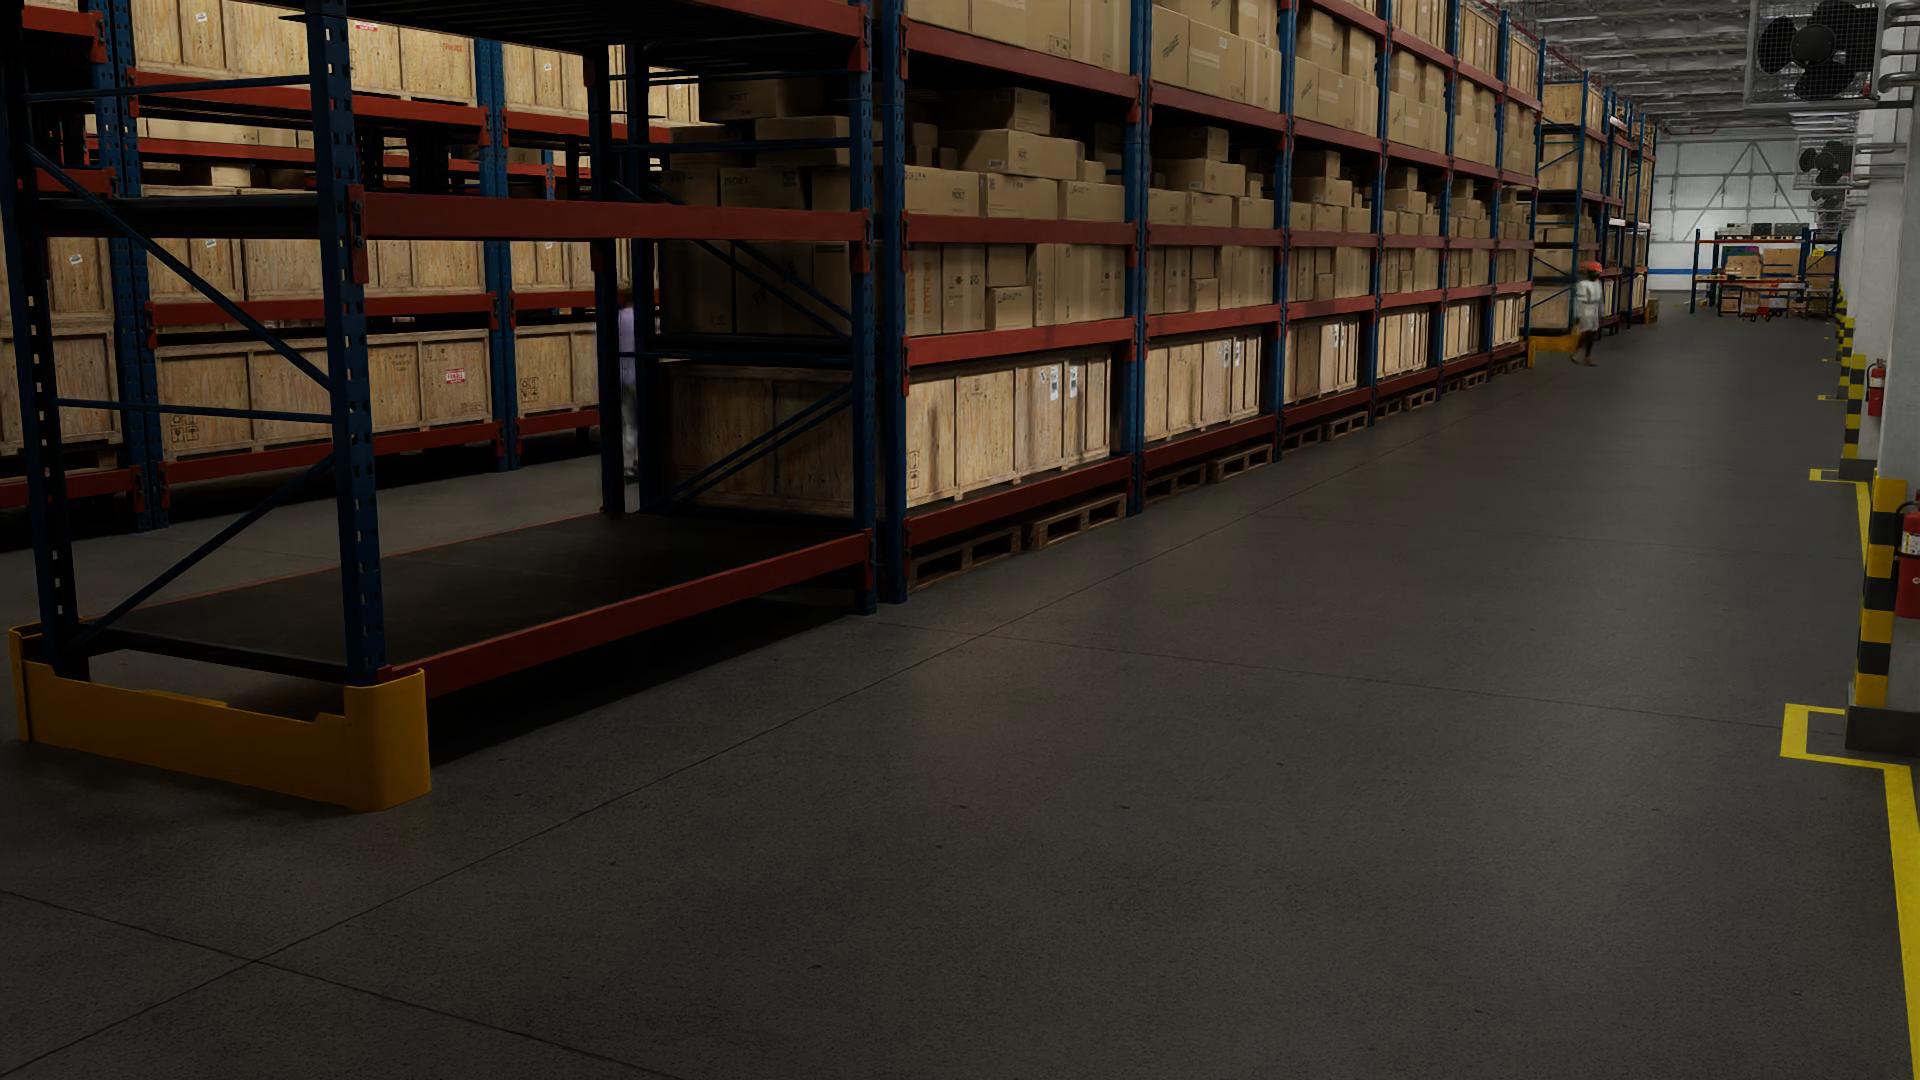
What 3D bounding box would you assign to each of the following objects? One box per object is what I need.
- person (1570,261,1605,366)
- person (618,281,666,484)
[{"bbox_3d":[12.099,-4.343,31.960,0.608,2.020,0.469,-6,11,-31],"label":"person"},{"bbox_3d":[-3.023,-1.477,15.667,0.658,1.921,0.439,4,11,22],"label":"person"}]
